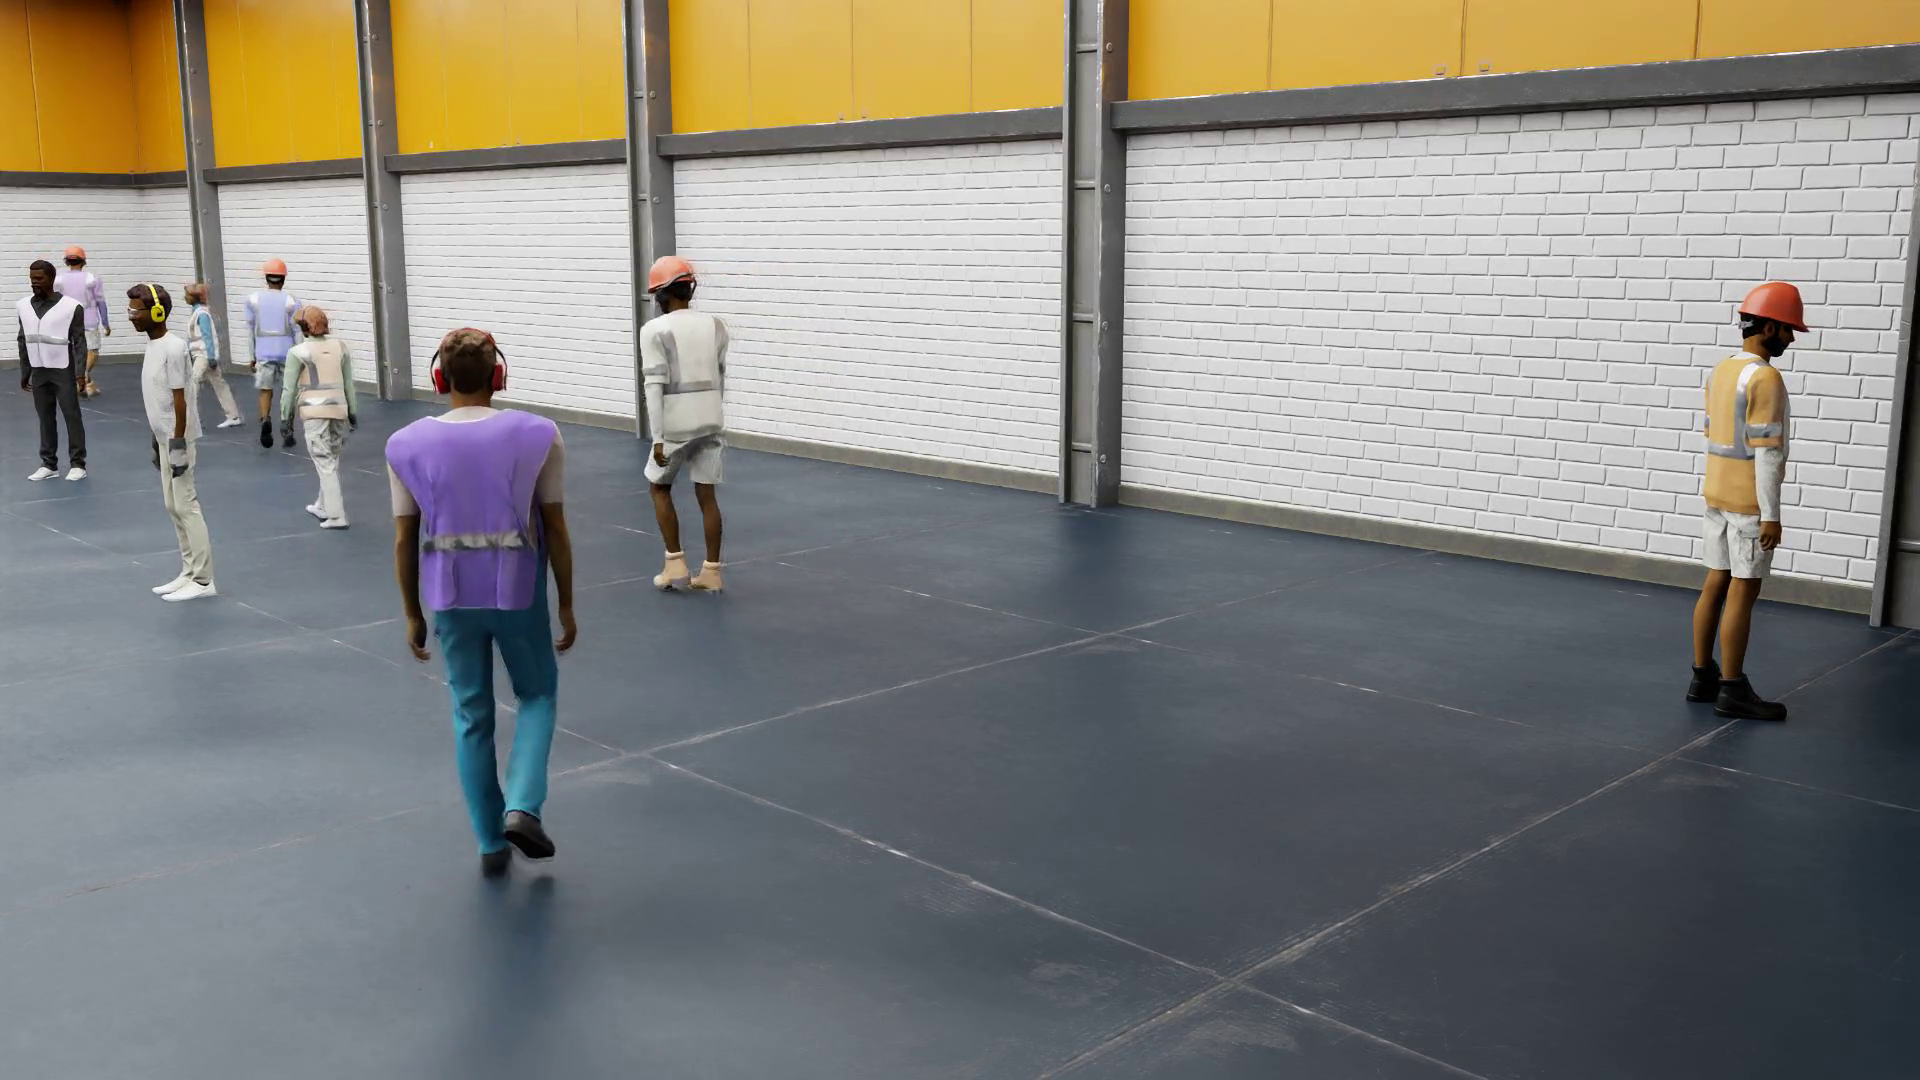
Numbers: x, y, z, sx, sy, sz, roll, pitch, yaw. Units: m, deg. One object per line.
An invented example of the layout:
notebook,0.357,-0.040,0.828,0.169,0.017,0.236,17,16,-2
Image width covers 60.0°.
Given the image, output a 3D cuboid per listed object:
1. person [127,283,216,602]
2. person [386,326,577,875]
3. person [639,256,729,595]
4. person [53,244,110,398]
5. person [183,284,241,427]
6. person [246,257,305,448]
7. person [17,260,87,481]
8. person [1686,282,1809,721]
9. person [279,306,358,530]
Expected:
person,-4.629,-0.566,9.755,0.326,1.857,0.499,-9,14,-40
person,-1.570,0.217,5.512,0.579,1.830,0.438,-1,10,-8
person,-1.636,-0.671,9.899,0.616,2.011,0.610,-9,13,-39
person,-11.517,-2.850,21.763,0.612,2.020,0.893,-1,10,-6
person,-8.388,-2.003,18.277,0.882,1.598,0.518,-6,12,-28
person,-6.812,-1.846,16.557,0.566,1.920,0.729,-2,11,-12
person,-7.907,-1.475,14.521,0.587,1.920,0.393,1,10,4
person,3.509,-0.172,7.394,0.373,1.928,0.543,0,10,-1
person,-4.730,-0.892,12.134,0.675,1.612,0.544,6,12,32
